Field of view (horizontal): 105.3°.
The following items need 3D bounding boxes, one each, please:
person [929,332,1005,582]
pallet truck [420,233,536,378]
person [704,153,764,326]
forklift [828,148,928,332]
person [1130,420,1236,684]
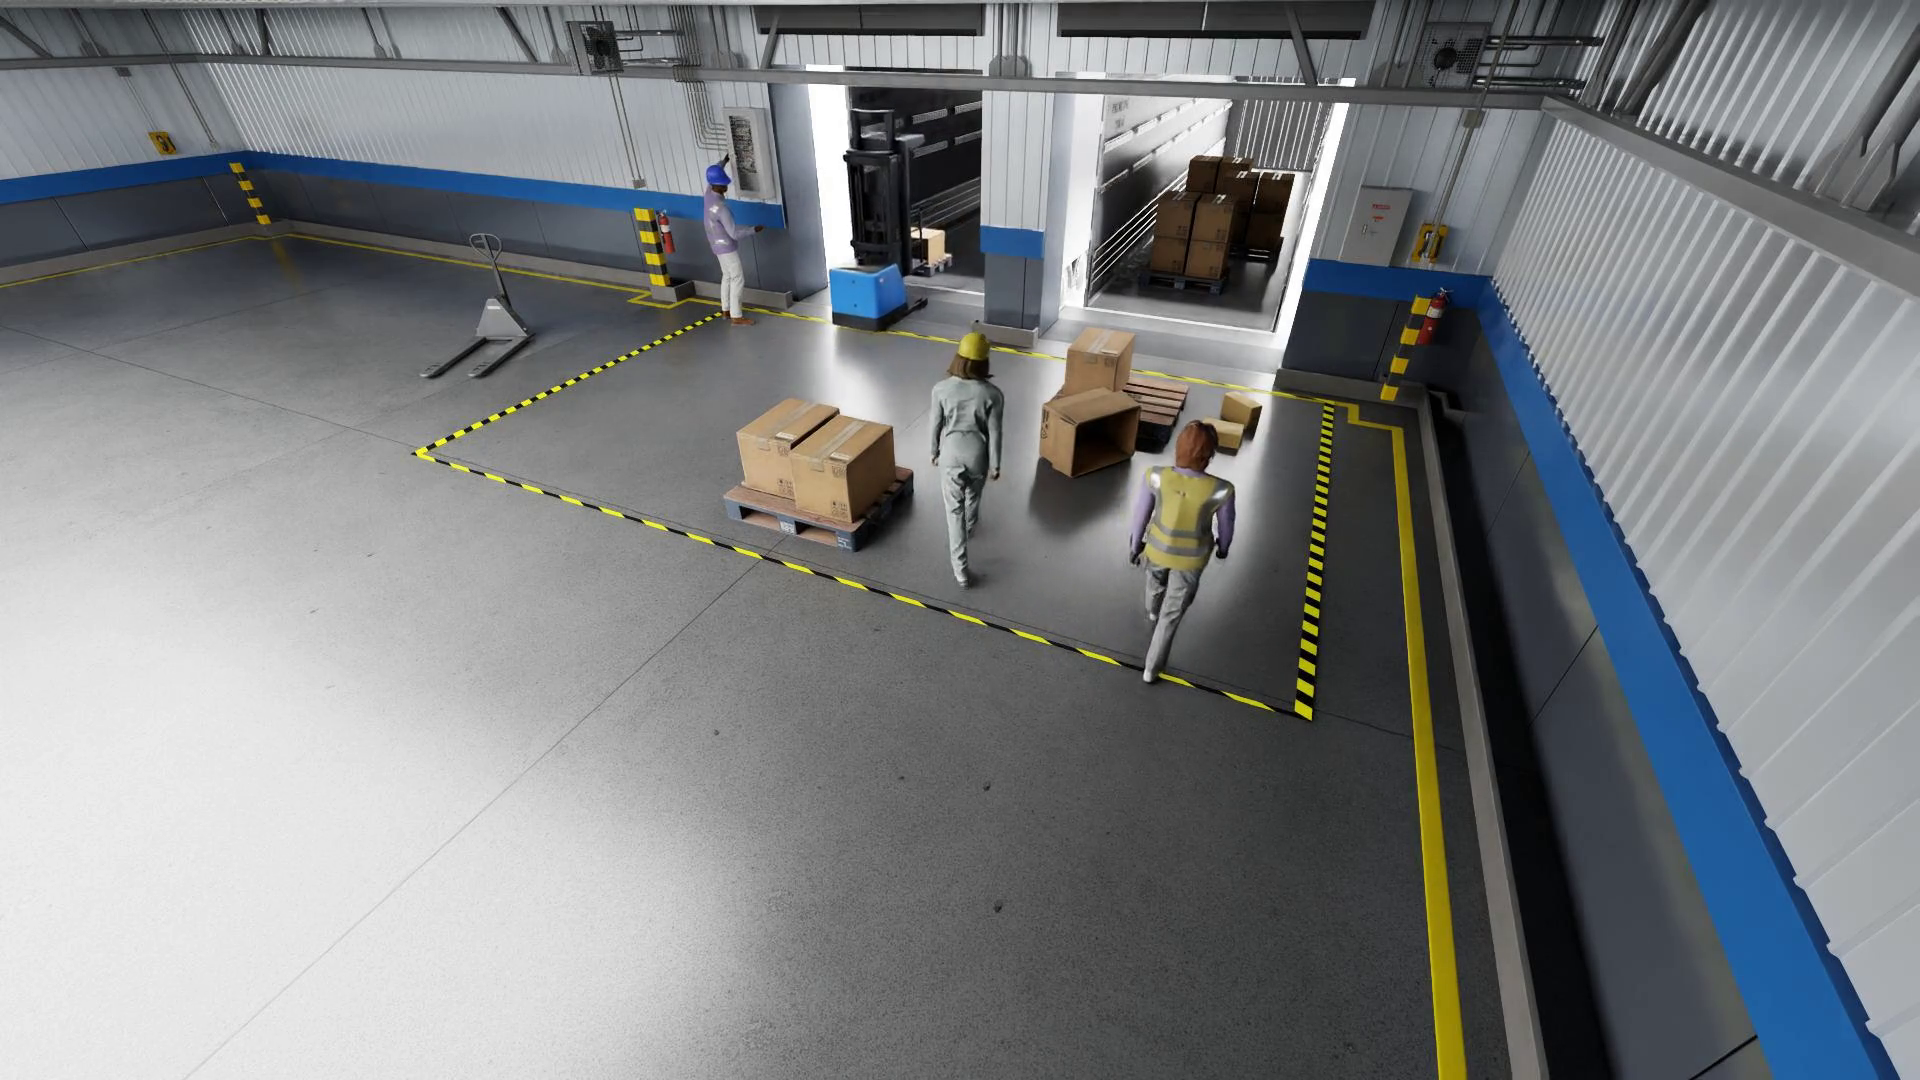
[{"bbox_3d":[0.038,-0.577,5.041,0.509,1.682,0.896,2,36,3],"label":"person"},{"bbox_3d":[-5.664,-2.712,8.427,0.680,1.201,1.601,0,35,-1],"label":"pallet truck"},{"bbox_3d":[-2.920,-3.824,9.413,0.683,1.909,1.112,-18,39,-23],"label":"person"},{"bbox_3d":[-1.160,-3.715,9.143,0.716,2.013,0.776,15,38,20],"label":"forklift"},{"bbox_3d":[1.294,0.027,4.262,0.524,1.607,0.785,20,40,26],"label":"person"}]
